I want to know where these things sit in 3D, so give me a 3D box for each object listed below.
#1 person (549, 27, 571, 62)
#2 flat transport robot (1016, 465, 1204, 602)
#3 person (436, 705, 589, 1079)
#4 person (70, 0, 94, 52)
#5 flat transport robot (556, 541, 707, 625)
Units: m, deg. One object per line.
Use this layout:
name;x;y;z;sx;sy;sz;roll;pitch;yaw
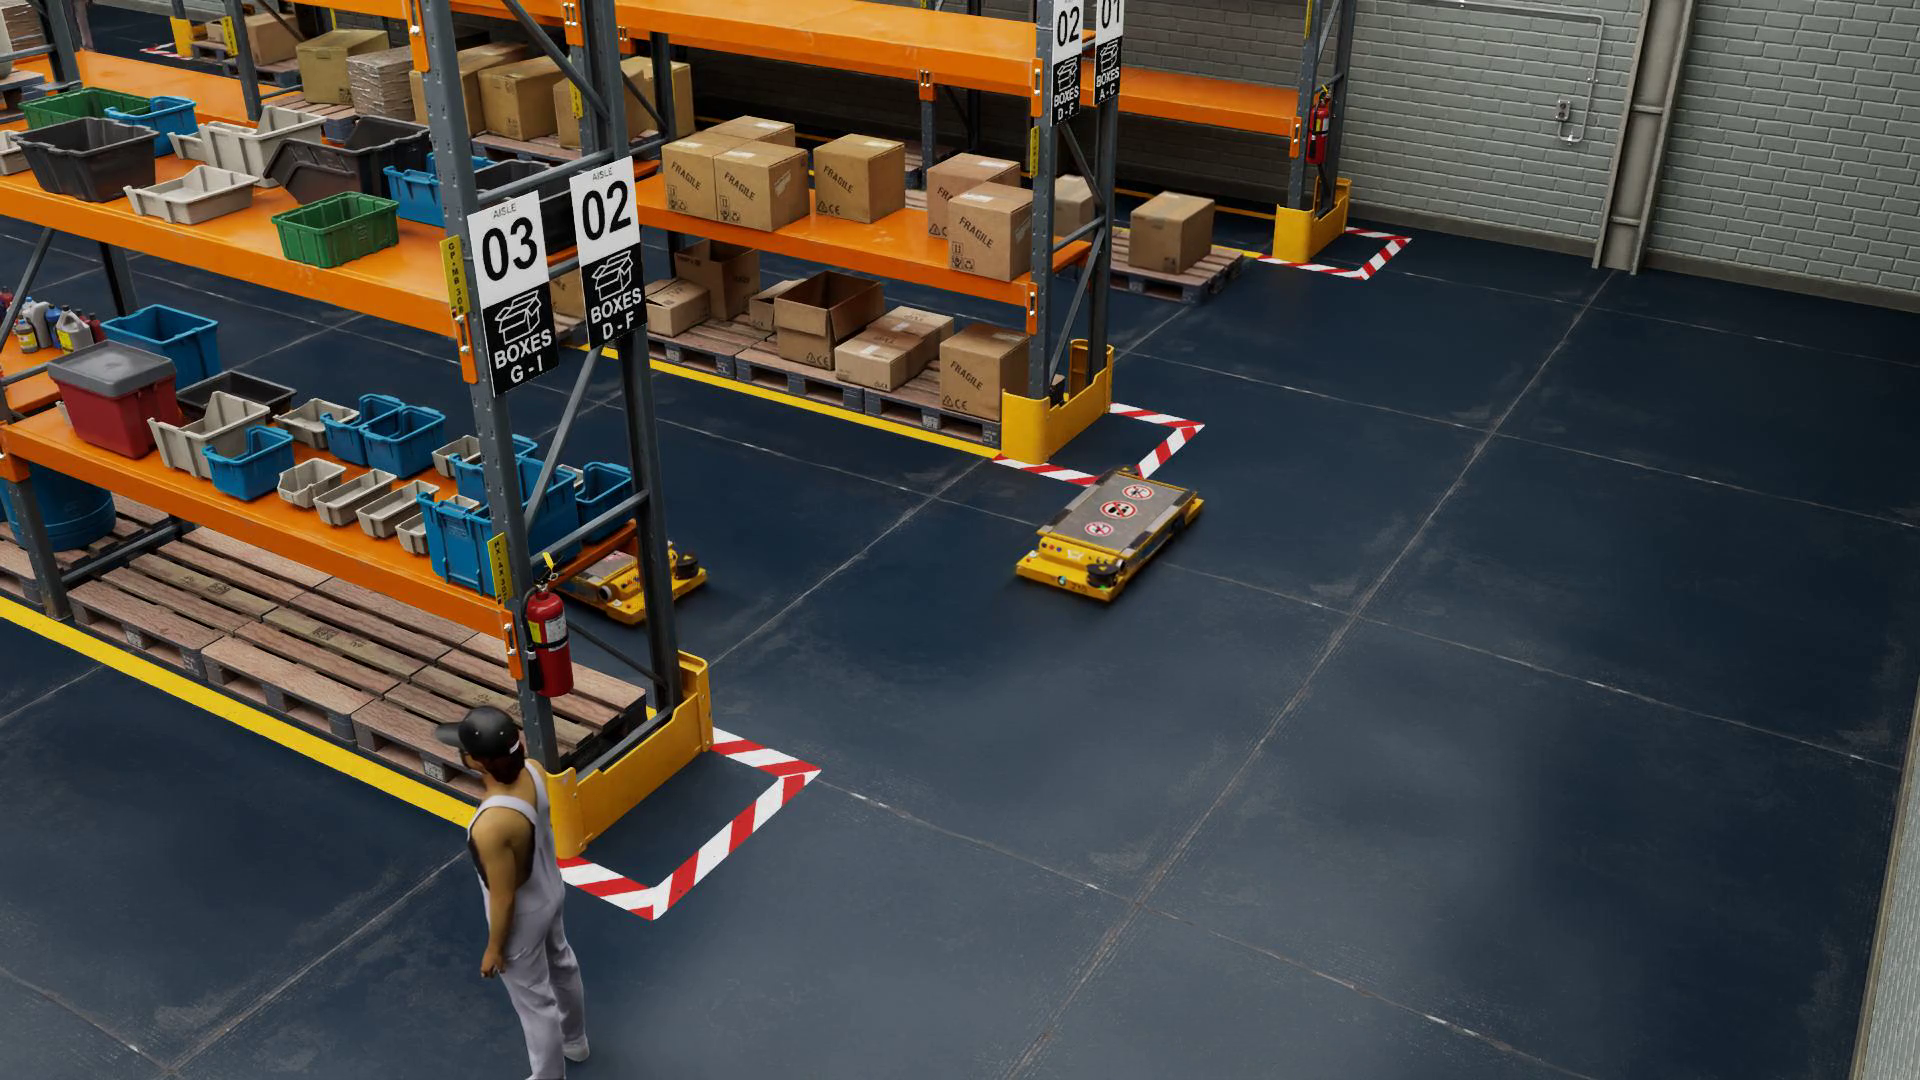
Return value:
person;-3.995;-4.407;17.082;0.534;1.689;0.320;19;34;30
flat transport robot;0.994;-0.067;10.754;0.659;0.231;1.431;16;33;27
person;-1.728;1.419;6.450;0.373;1.863;0.508;5;30;9
person;-11.669;-7.088;21.784;0.575;1.786;0.965;-10;31;-17
flat transport robot;-2.340;0.112;10.432;1.431;0.231;0.659;19;34;30
